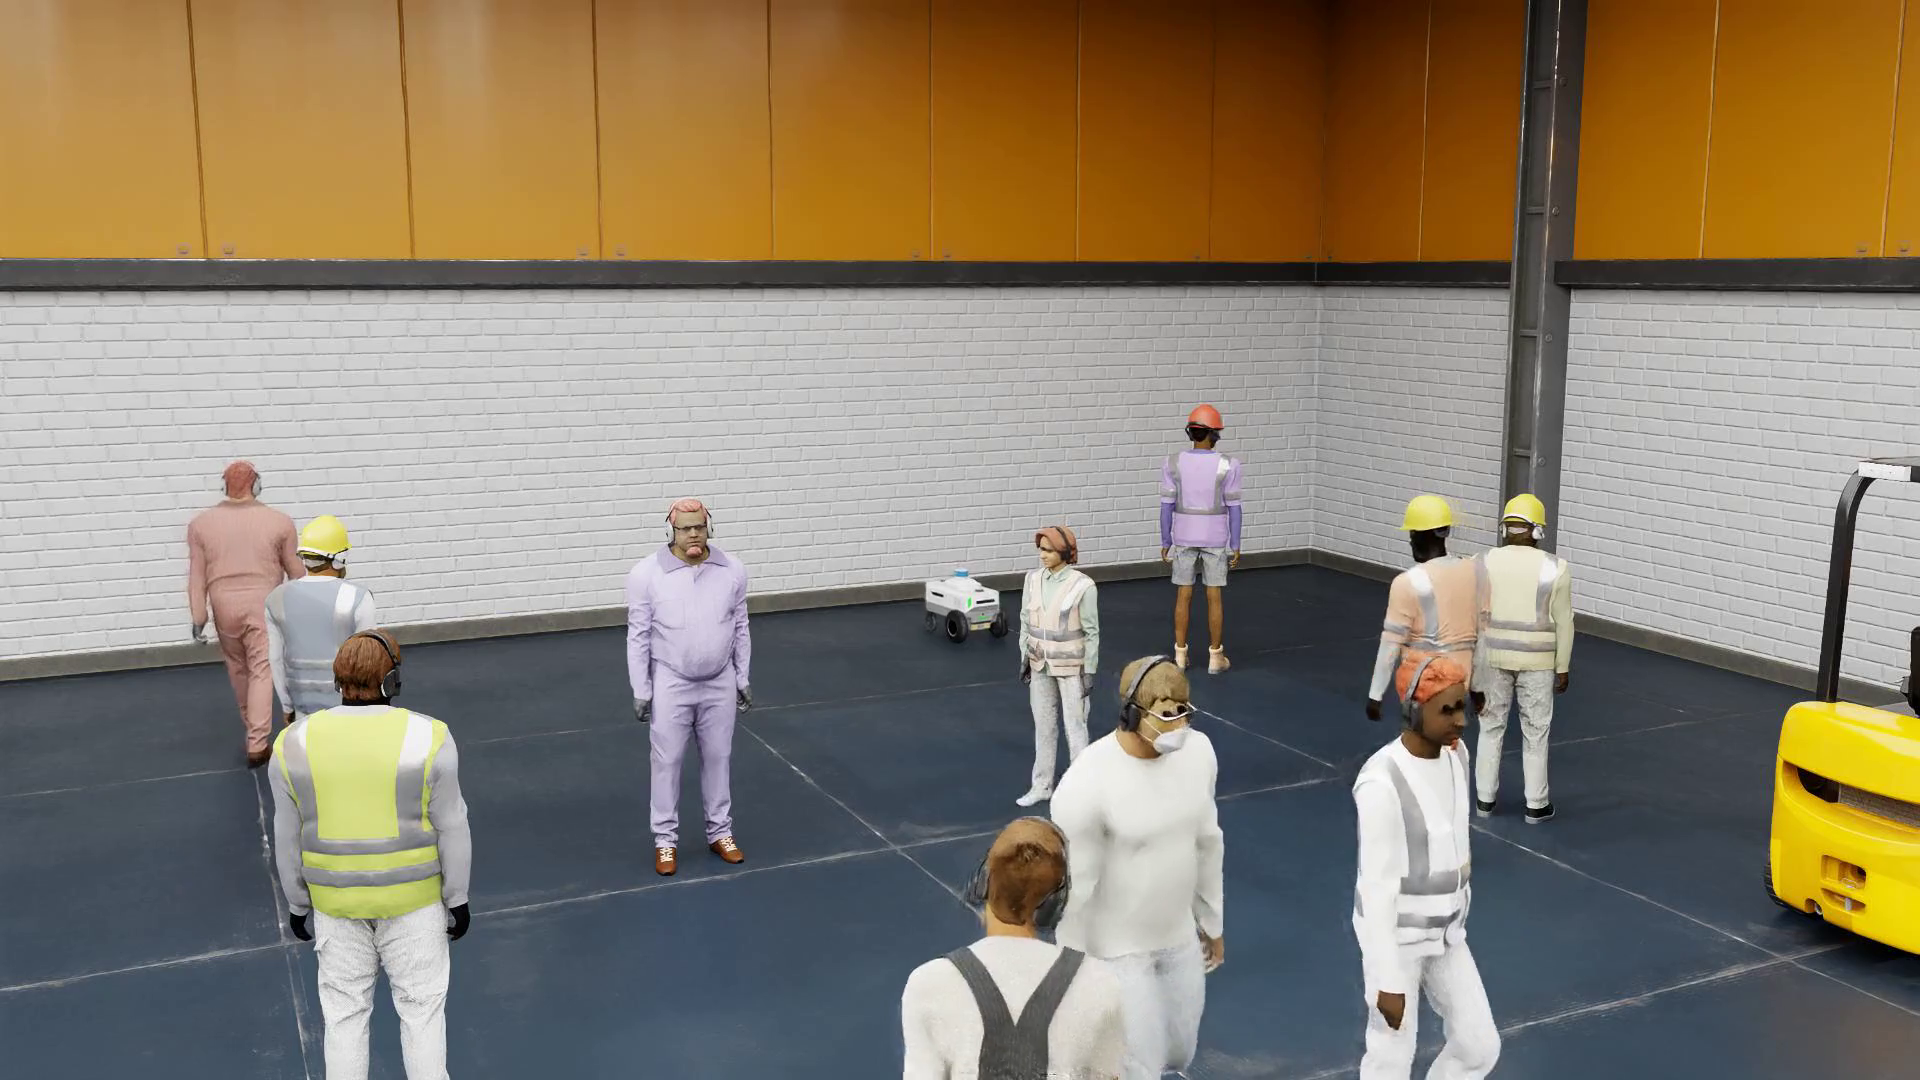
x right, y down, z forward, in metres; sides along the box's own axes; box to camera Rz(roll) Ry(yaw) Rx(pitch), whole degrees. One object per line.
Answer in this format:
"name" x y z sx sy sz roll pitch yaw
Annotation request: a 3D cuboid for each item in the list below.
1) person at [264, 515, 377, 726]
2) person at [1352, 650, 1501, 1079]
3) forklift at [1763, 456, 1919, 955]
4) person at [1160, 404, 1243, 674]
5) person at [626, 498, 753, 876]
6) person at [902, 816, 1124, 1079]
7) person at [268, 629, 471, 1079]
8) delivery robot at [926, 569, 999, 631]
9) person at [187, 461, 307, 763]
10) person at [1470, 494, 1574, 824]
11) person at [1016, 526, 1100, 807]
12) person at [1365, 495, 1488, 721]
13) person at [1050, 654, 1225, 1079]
"person" -3.125 0.789 8.312 0.586 1.835 0.403 1 9 8
"person" 1.463 1.271 5.200 0.621 1.872 0.472 -9 13 -44
"forklift" 4.857 0.731 7.561 2.313 2.155 1.214 -4 10 -25
"person" 1.827 -0.005 12.597 0.616 2.040 0.373 3 10 17
"person" -1.355 0.731 8.448 0.651 1.907 0.409 -5 10 -27
"person" 0.121 1.539 3.735 0.523 1.802 0.573 0 9 -3
"person" -1.977 1.212 5.667 0.634 1.841 0.429 -1 9 -4
"delivery robot" 0.017 0.485 13.867 0.477 0.478 0.707 -6 11 -33
"person" -4.467 0.429 10.504 0.676 1.851 1.026 -2 9 -10
"person" 3.081 0.653 9.194 0.588 1.822 0.403 5 11 29
"person" 0.548 0.727 9.308 0.523 1.636 0.311 8 12 40
"person" 2.332 0.708 8.574 0.617 1.904 0.732 -5 11 -30
"person" 0.492 1.251 5.239 0.673 1.912 0.699 -7 12 -39
